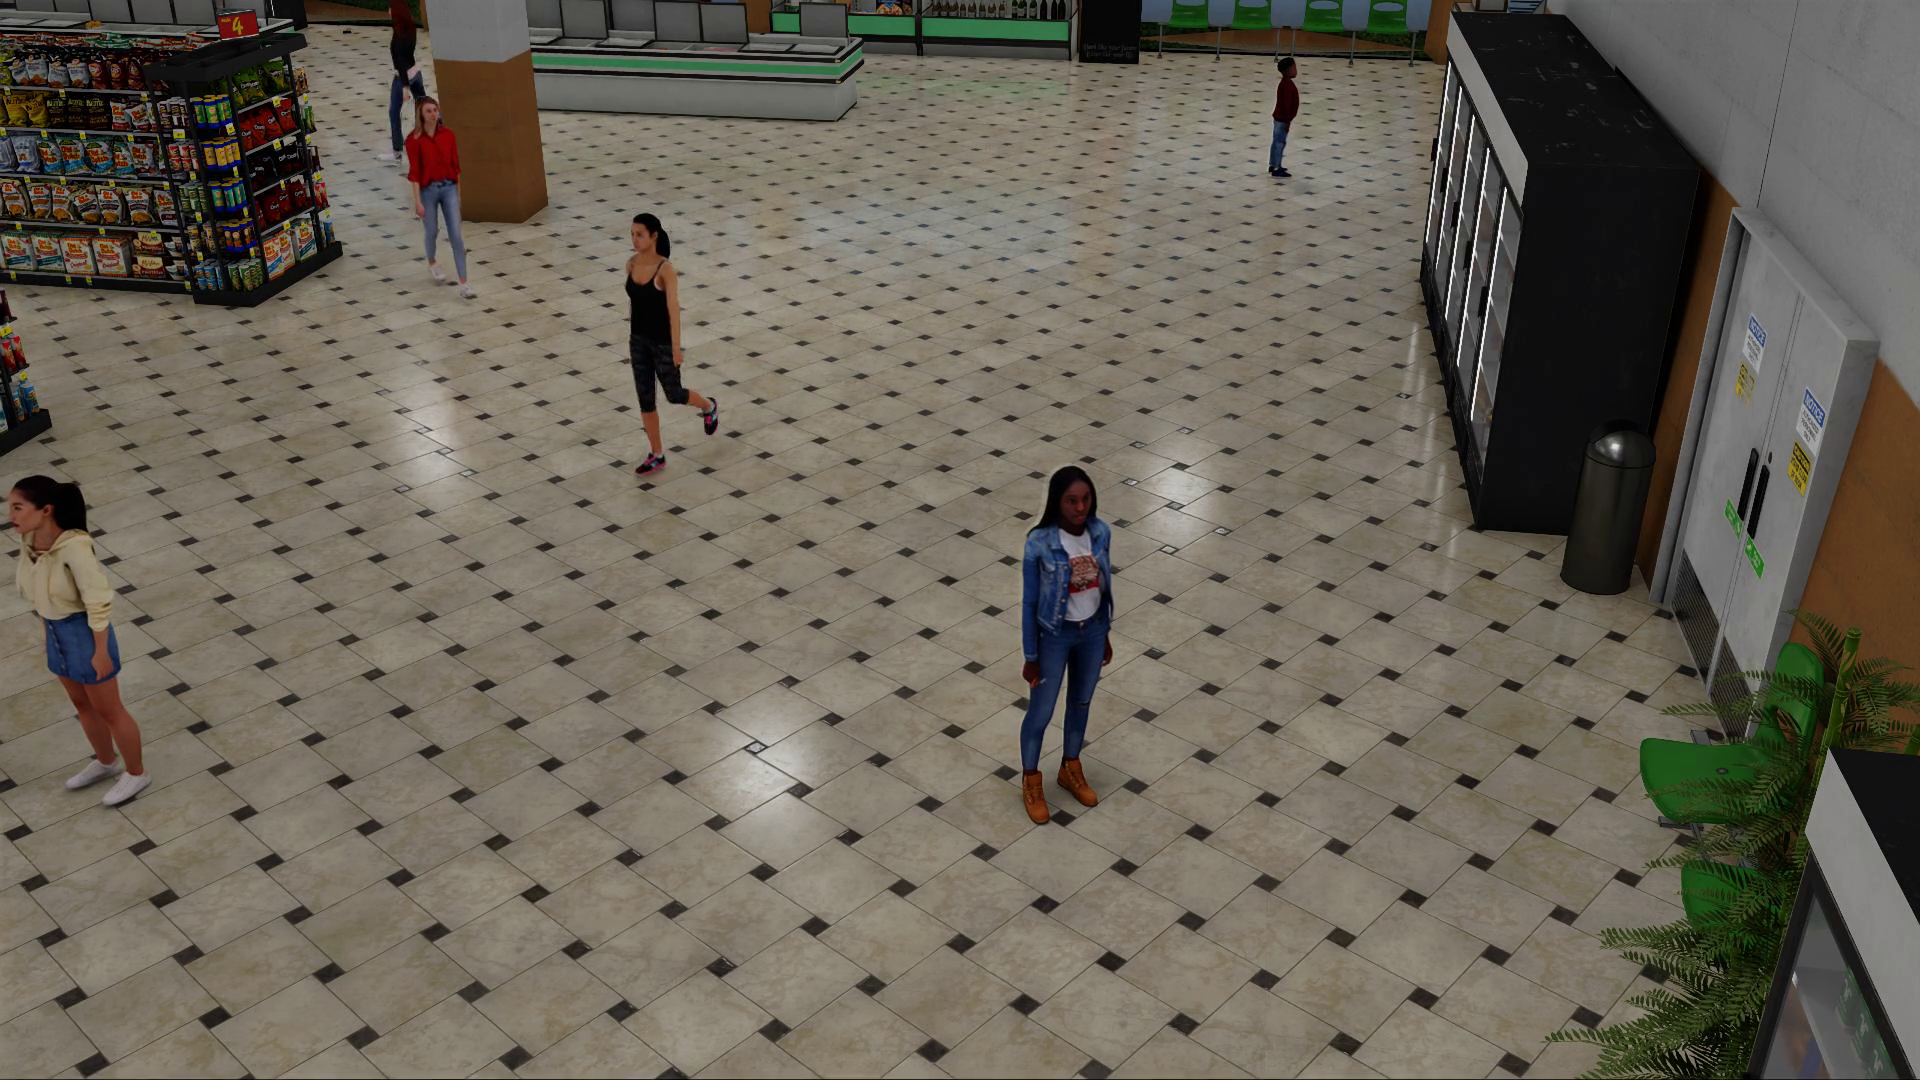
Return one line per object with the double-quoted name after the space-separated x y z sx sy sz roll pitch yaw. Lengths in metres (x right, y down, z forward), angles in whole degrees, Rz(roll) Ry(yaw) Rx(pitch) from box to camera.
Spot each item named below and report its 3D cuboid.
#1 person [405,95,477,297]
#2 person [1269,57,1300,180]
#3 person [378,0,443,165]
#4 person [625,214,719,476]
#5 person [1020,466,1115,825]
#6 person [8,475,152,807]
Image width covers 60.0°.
-4.486 -2.926 14.174 1.133 1.657 1.202 -19 32 -32 "person"
3.436 -4.503 17.729 0.511 1.255 0.514 1 27 2 "person"
-5.867 -4.908 17.983 1.233 1.749 0.624 3 27 7 "person"
-1.928 -1.304 10.924 1.004 1.705 0.871 17 31 29 "person"
0.472 0.455 7.447 0.664 1.712 0.750 -14 30 -25 "person"
-4.002 0.444 7.559 0.612 1.631 0.764 16 31 28 "person"
